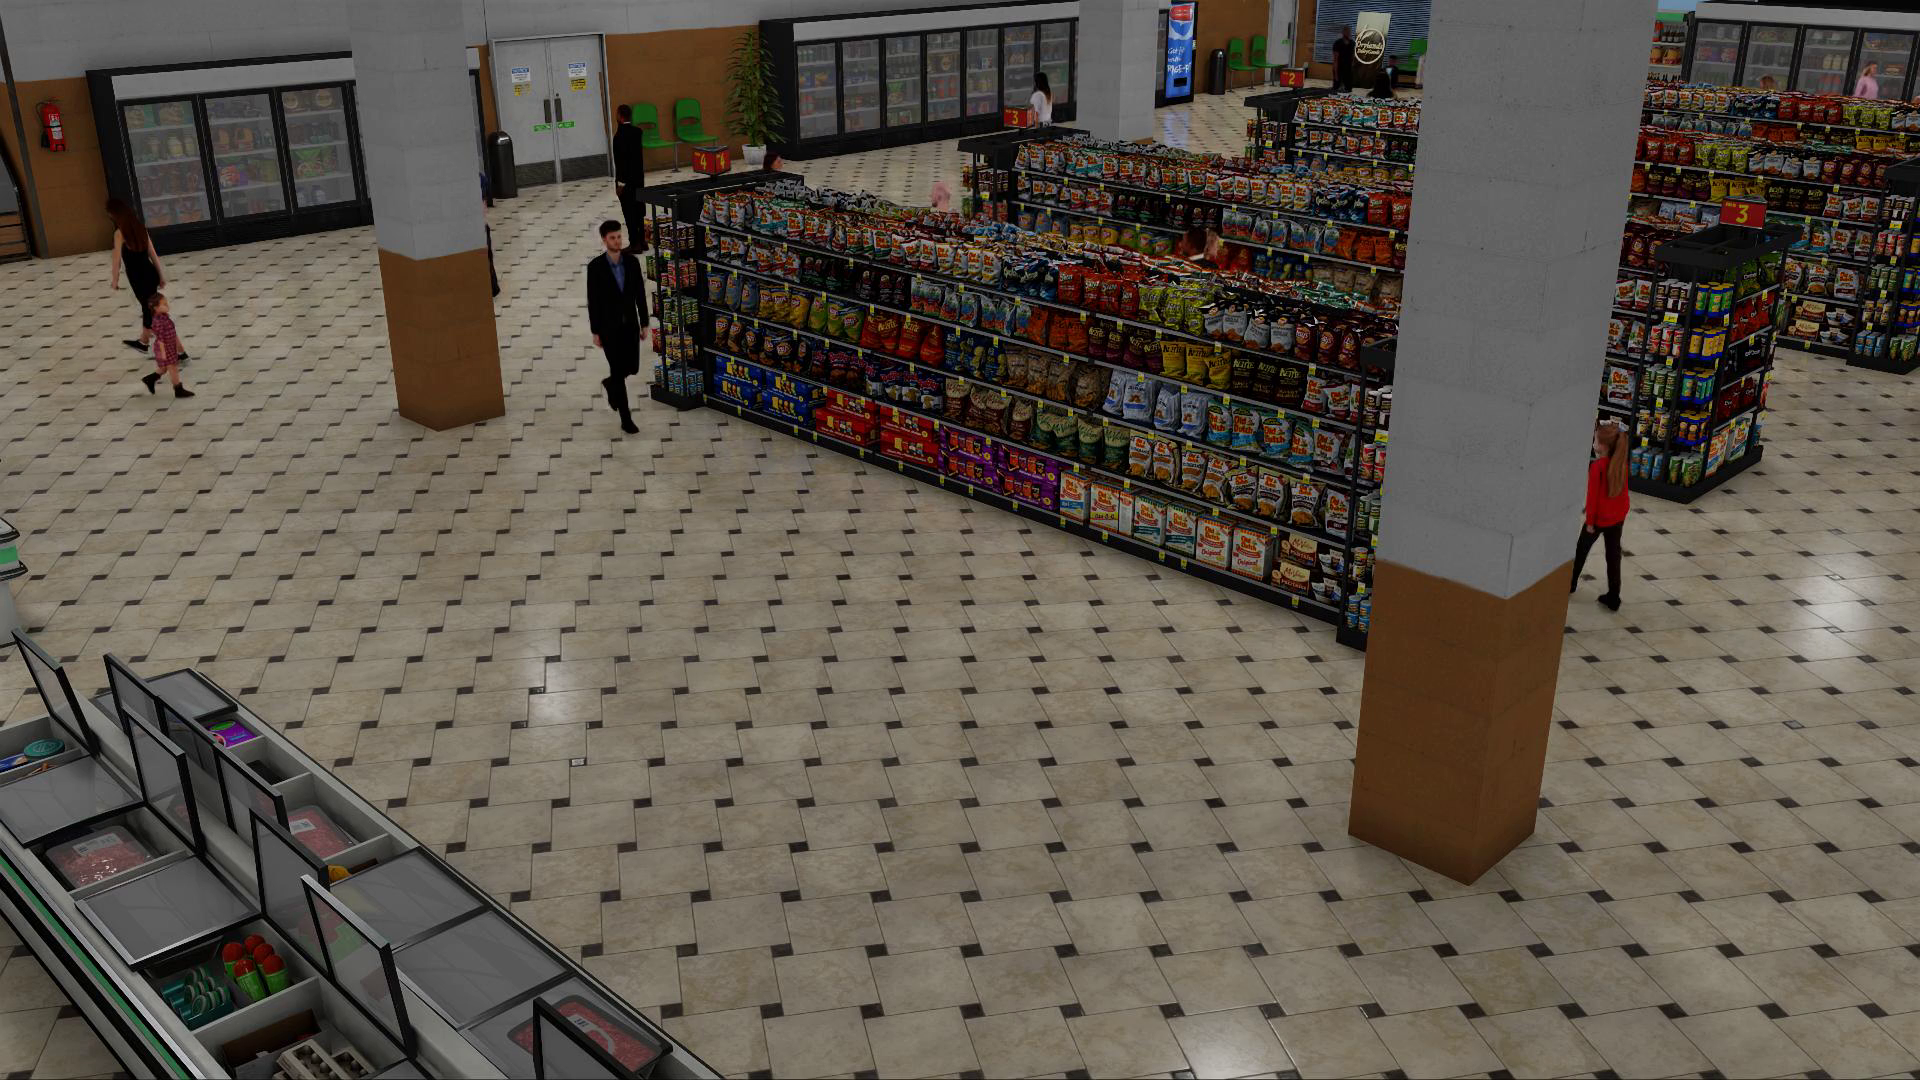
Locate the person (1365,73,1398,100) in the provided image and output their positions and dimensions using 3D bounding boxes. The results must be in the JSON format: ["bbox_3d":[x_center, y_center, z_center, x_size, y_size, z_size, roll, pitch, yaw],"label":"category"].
[{"bbox_3d":[6.590,-6.449,26.232,0.879,1.742,0.935,4,22,9],"label":"person"}]

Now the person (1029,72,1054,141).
[{"bbox_3d":[1.392,-6.753,27.101,0.982,1.659,0.775,14,26,32],"label":"person"}]

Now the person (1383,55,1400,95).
[{"bbox_3d":[8.754,-9.194,33.729,0.734,1.245,0.628,16,27,35],"label":"person"}]

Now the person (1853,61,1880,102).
[{"bbox_3d":[15.446,-7.368,28.646,0.819,1.646,1.128,-11,25,-26],"label":"person"}]

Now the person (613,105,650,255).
[{"bbox_3d":[-4.291,-4.704,21.671,0.758,1.904,0.784,9,24,22],"label":"person"}]

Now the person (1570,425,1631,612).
[{"bbox_3d":[4.352,-0.129,11.152,0.702,1.257,0.881,-7,23,-18],"label":"person"}]

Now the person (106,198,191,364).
[{"bbox_3d":[-8.088,-2.549,16.619,1.156,1.672,0.961,7,23,17],"label":"person"}]

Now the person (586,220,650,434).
[{"bbox_3d":[-3.065,-1.914,14.767,0.822,1.874,1.104,-14,26,-31],"label":"person"}]

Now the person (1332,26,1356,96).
[{"bbox_3d":[7.662,-9.423,33.592,1.006,1.772,1.268,-8,23,-19],"label":"person"}]

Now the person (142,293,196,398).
[{"bbox_3d":[-7.553,-1.831,15.715,0.690,1.013,0.676,-4,22,-9],"label":"person"}]
